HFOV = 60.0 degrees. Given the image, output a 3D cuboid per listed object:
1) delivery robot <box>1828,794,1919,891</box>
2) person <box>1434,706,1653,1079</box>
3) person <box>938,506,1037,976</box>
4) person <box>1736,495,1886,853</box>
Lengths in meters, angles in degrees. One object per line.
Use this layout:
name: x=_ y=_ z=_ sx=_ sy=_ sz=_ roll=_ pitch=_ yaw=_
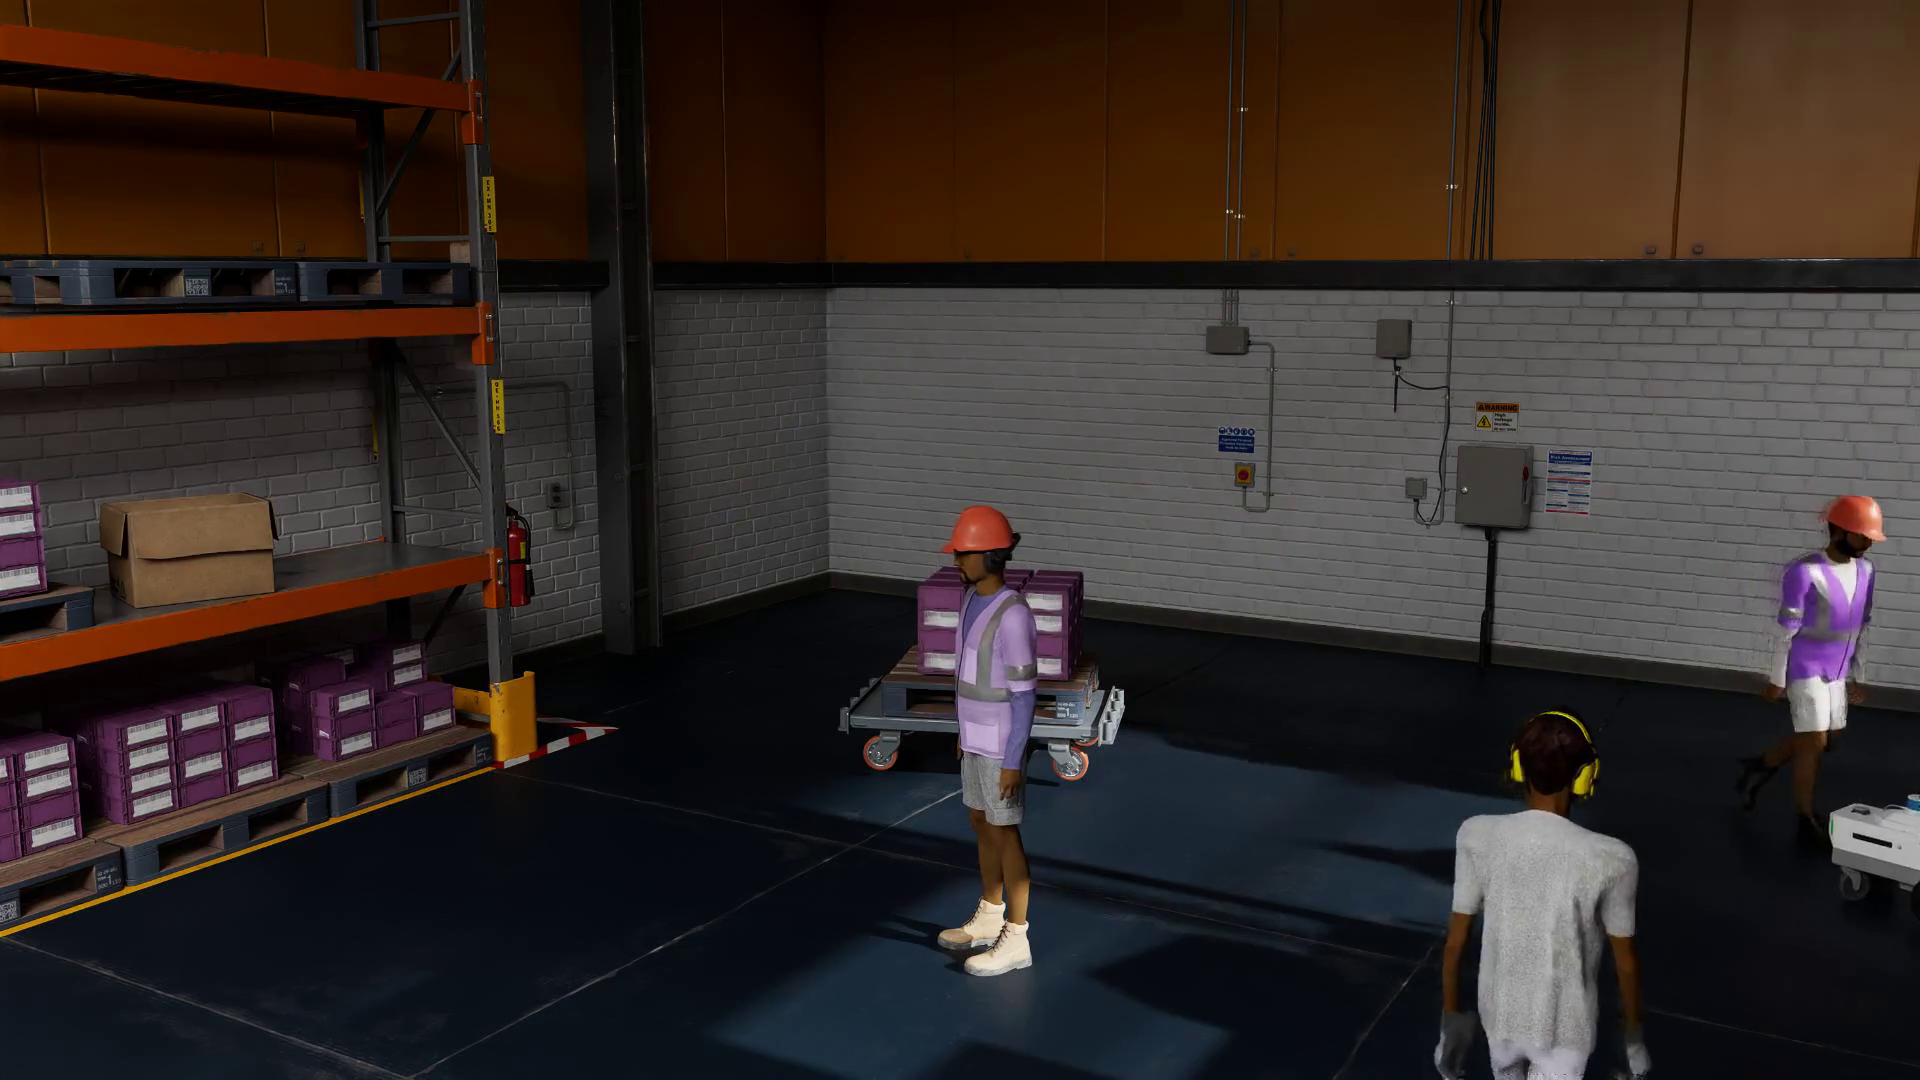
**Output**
delivery robot: x=4.529 y=1.452 z=7.890 sx=0.477 sy=0.478 sz=0.707 roll=-7 pitch=11 yaw=-36
person: x=1.685 y=1.369 z=4.729 sx=0.503 sy=1.827 sz=0.932 roll=8 pitch=12 yaw=40
person: x=0.107 y=0.864 z=7.223 sx=0.388 sy=2.041 sz=0.615 roll=-3 pitch=10 yaw=-20
person: x=4.522 y=0.673 z=8.906 sx=0.568 sy=1.904 sz=0.741 roll=-4 pitch=10 yaw=-25
